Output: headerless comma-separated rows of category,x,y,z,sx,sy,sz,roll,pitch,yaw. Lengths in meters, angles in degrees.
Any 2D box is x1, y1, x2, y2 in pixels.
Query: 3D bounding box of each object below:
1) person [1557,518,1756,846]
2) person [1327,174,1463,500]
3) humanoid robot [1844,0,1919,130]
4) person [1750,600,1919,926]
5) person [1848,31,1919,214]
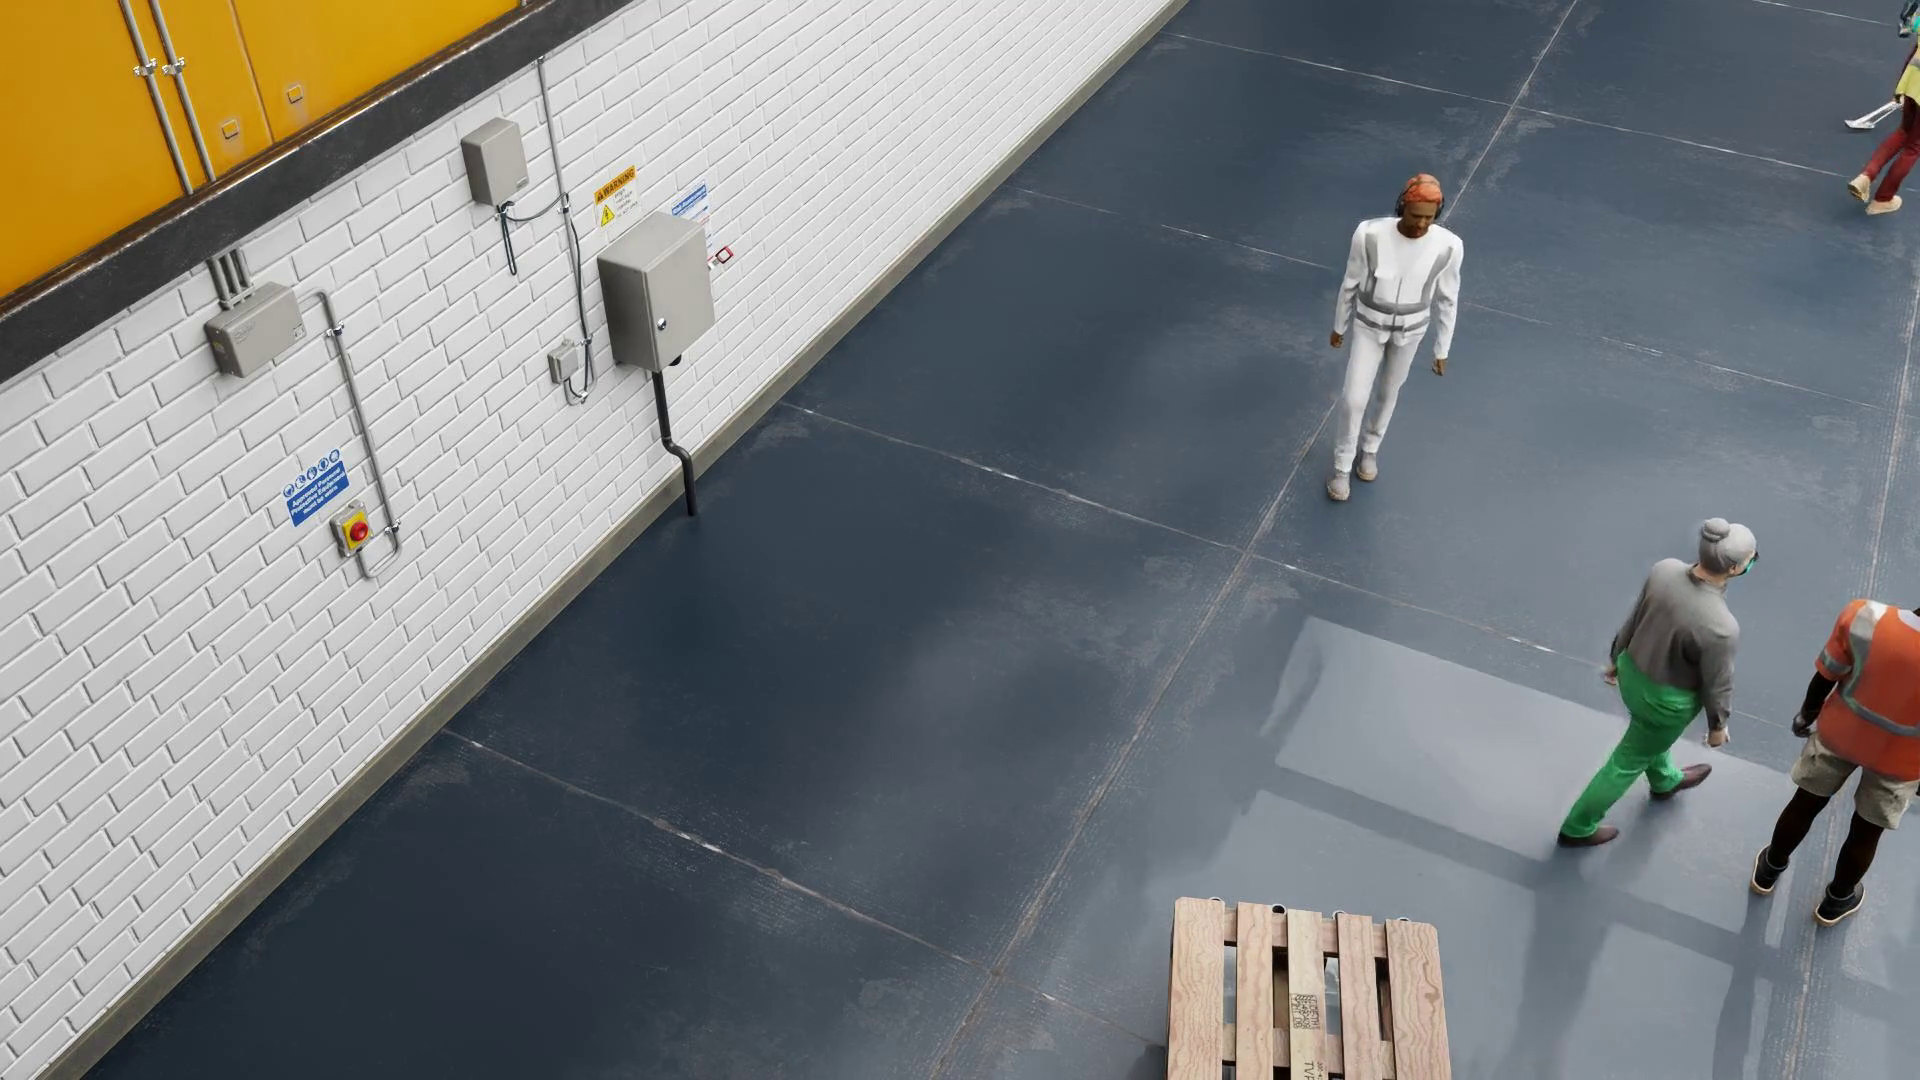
person,3.055,0.602,6.966,0.847,1.799,0.538,-8,42,-10
person,2.286,-1.026,8.796,0.611,1.871,0.651,6,41,7
humanoid robot,7.211,-3.737,12.083,1.050,1.751,0.551,-5,41,-5
person,3.645,0.790,6.628,0.601,1.960,0.370,31,50,31
person,6.483,-2.952,11.121,0.429,1.755,0.493,-14,43,-16
